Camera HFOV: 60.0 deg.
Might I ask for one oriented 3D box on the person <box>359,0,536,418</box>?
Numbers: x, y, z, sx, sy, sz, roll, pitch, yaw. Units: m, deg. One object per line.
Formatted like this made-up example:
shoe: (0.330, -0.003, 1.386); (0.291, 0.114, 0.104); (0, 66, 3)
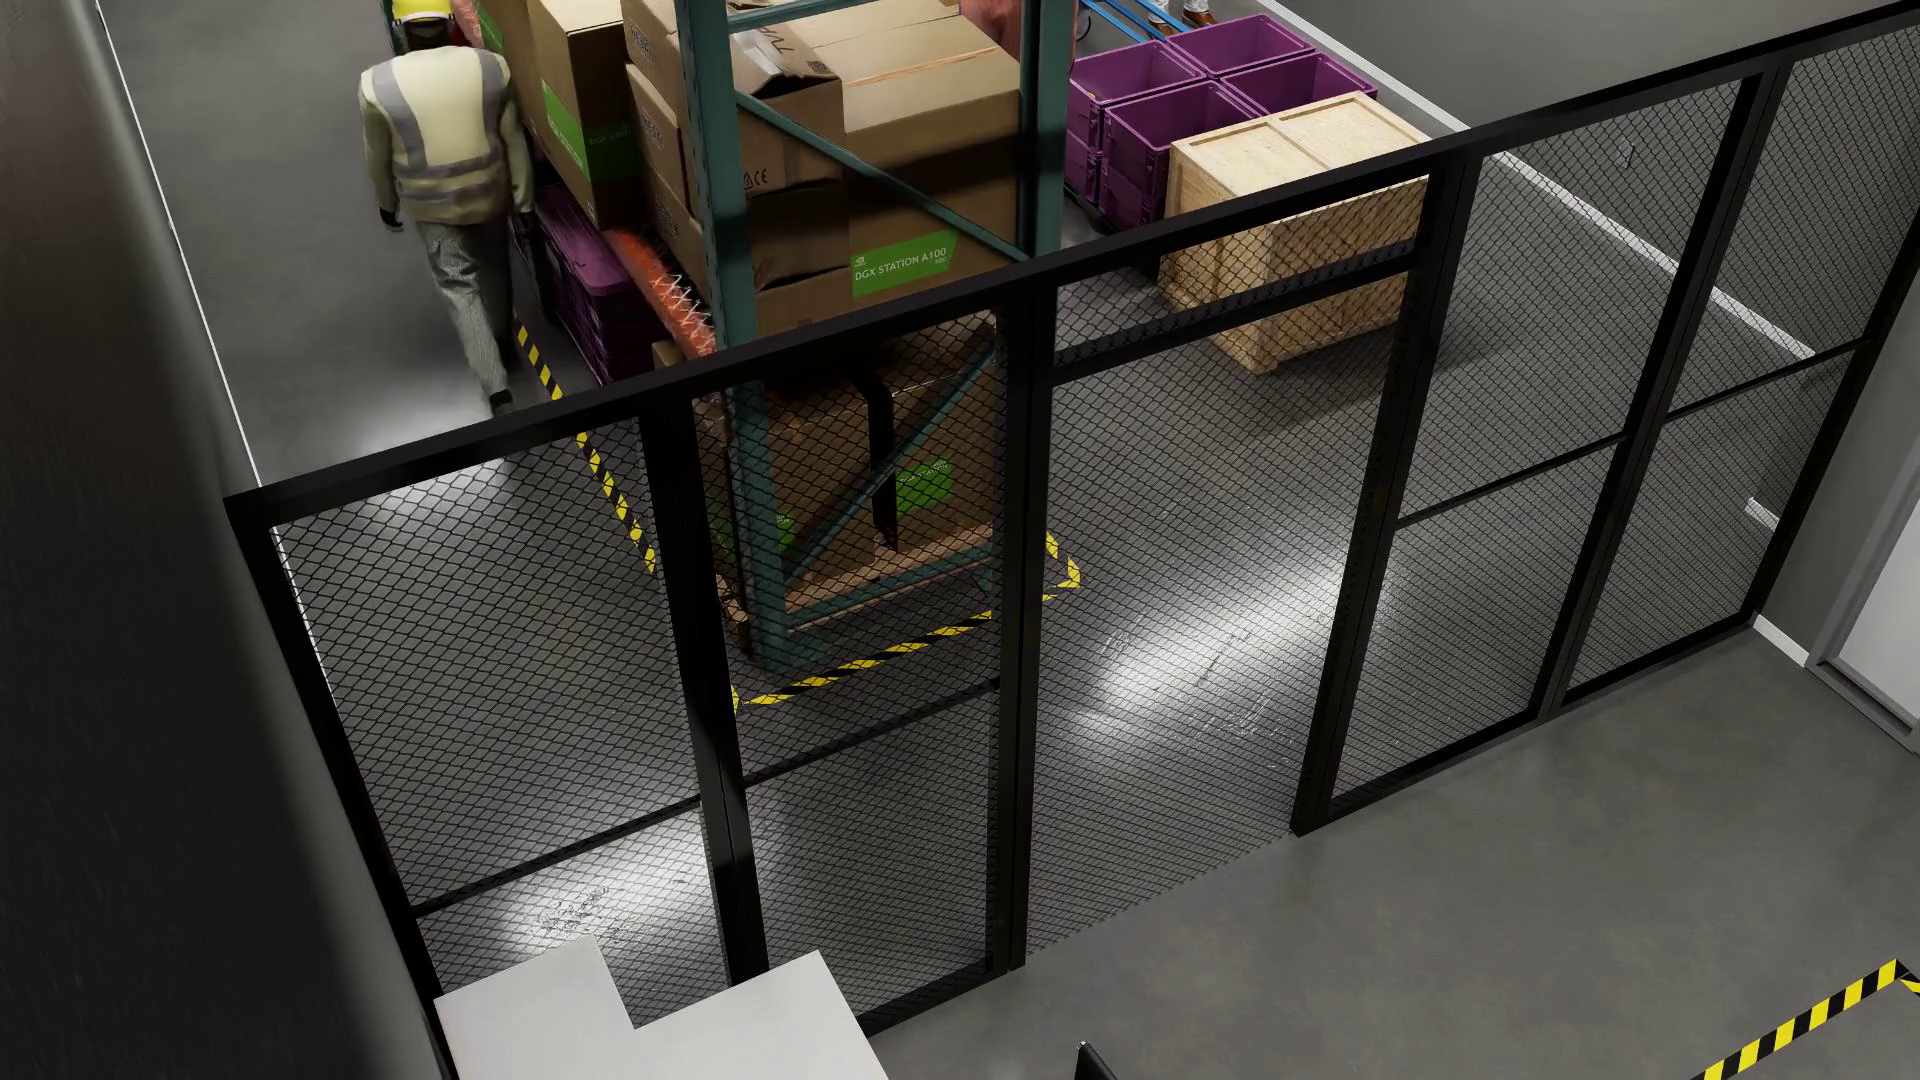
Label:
person: (-1.948, -1.329, 6.509); (0.587, 1.797, 0.869); (-21, 47, -22)

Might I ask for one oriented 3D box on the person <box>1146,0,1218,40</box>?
person: (1.278, -3.622, 8.907); (0.638, 1.938, 0.357); (-22, 47, -22)

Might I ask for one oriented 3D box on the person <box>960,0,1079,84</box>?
person: (0.220, -1.807, 6.879); (0.610, 1.997, 0.373); (-31, 51, -29)
